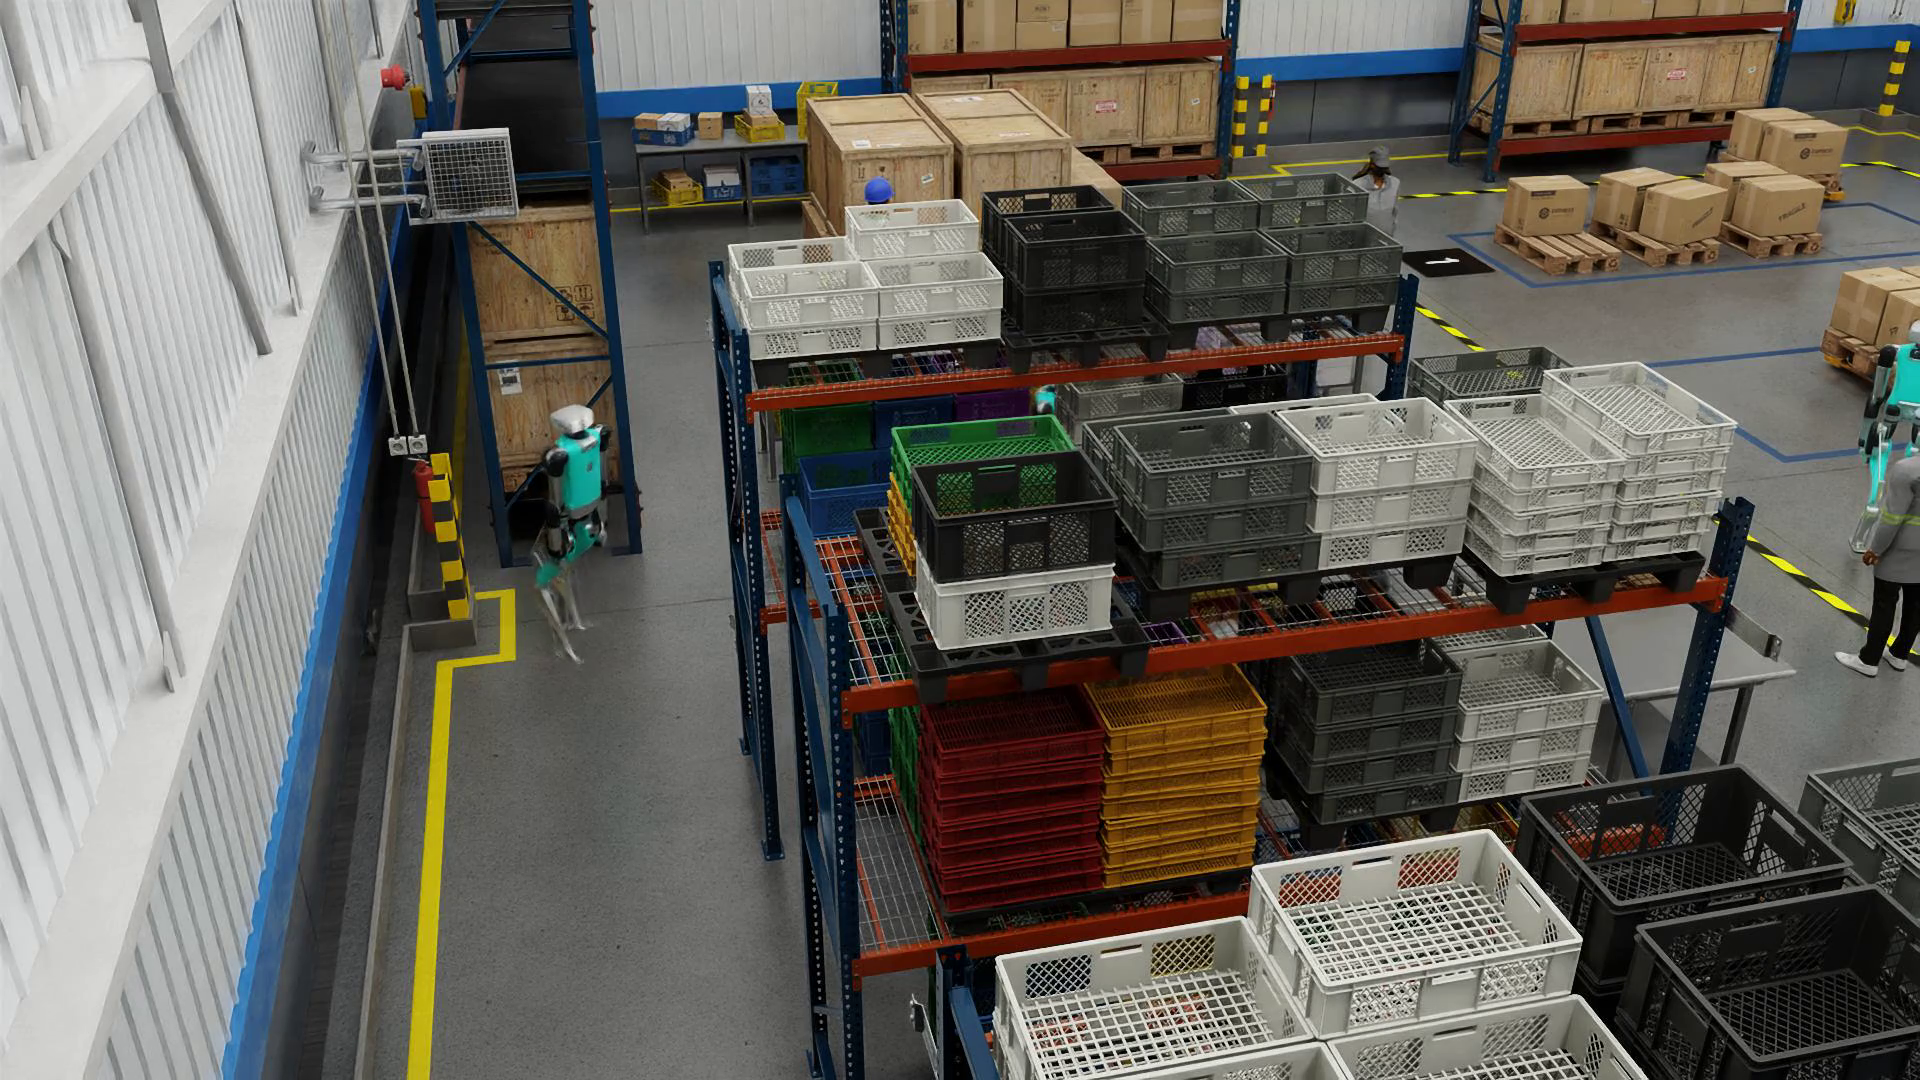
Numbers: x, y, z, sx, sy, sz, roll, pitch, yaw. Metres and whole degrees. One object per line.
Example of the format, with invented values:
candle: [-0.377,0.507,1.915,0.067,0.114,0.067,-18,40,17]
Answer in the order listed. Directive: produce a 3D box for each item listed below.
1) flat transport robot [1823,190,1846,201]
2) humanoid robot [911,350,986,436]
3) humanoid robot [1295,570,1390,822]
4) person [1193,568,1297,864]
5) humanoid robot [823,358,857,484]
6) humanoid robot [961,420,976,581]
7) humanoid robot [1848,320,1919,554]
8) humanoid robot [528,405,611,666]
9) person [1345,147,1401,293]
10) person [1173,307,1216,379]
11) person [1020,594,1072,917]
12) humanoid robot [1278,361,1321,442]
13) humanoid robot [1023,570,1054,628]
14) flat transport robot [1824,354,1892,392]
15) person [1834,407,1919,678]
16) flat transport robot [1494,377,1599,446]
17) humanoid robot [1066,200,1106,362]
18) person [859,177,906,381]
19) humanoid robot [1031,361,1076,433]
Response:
flat transport robot: [9.867,-4.251,20.082,1.431,0.197,0.652,-6,28,-12]
humanoid robot: [-0.103,-0.366,11.072,0.534,1.696,0.741,4,28,8]
humanoid robot: [2.104,0.907,8.824,0.590,1.636,0.421,4,28,7]
person: [1.483,0.922,8.622,0.599,1.831,0.404,3,28,5]
humanoid robot: [-0.900,-0.502,11.499,0.602,1.634,0.601,-3,28,-6]
humanoid robot: [-0.003,-0.028,10.573,0.315,1.657,0.599,1,28,2]
humanoid robot: [6.516,-0.634,11.530,0.533,1.677,0.735,14,31,24]
humanoid robot: [-2.590,-0.060,10.611,0.801,1.793,0.530,14,31,25]
person: [3.913,-2.896,15.930,0.571,1.767,0.401,-8,29,-14]
person: [1.707,-1.129,12.341,0.566,1.998,0.622,3,28,6]
person: [0.463,1.038,8.346,0.351,1.882,0.582,-4,28,-8]
humanoid robot: [2.385,-0.581,11.691,0.788,1.618,0.617,-10,30,-19]
humanoid robot: [0.193,0.886,8.768,0.753,1.751,0.534,12,30,21]
flat transport robot: [8.473,-1.467,14.800,0.652,0.197,1.431,-6,28,-12]
person: [5.906,0.002,10.344,0.589,1.852,0.365,-7,29,-14]
flat transport robot: [4.780,-1.036,14.013,0.659,0.231,1.431,-6,28,-12]
humanoid robot: [1.166,-2.301,14.913,0.417,1.640,0.600,13,31,24]
person: [-0.679,-2.162,14.345,0.604,1.951,0.381,21,34,35]
humanoid robot: [0.839,-0.322,11.001,0.747,1.711,0.530,12,30,22]
